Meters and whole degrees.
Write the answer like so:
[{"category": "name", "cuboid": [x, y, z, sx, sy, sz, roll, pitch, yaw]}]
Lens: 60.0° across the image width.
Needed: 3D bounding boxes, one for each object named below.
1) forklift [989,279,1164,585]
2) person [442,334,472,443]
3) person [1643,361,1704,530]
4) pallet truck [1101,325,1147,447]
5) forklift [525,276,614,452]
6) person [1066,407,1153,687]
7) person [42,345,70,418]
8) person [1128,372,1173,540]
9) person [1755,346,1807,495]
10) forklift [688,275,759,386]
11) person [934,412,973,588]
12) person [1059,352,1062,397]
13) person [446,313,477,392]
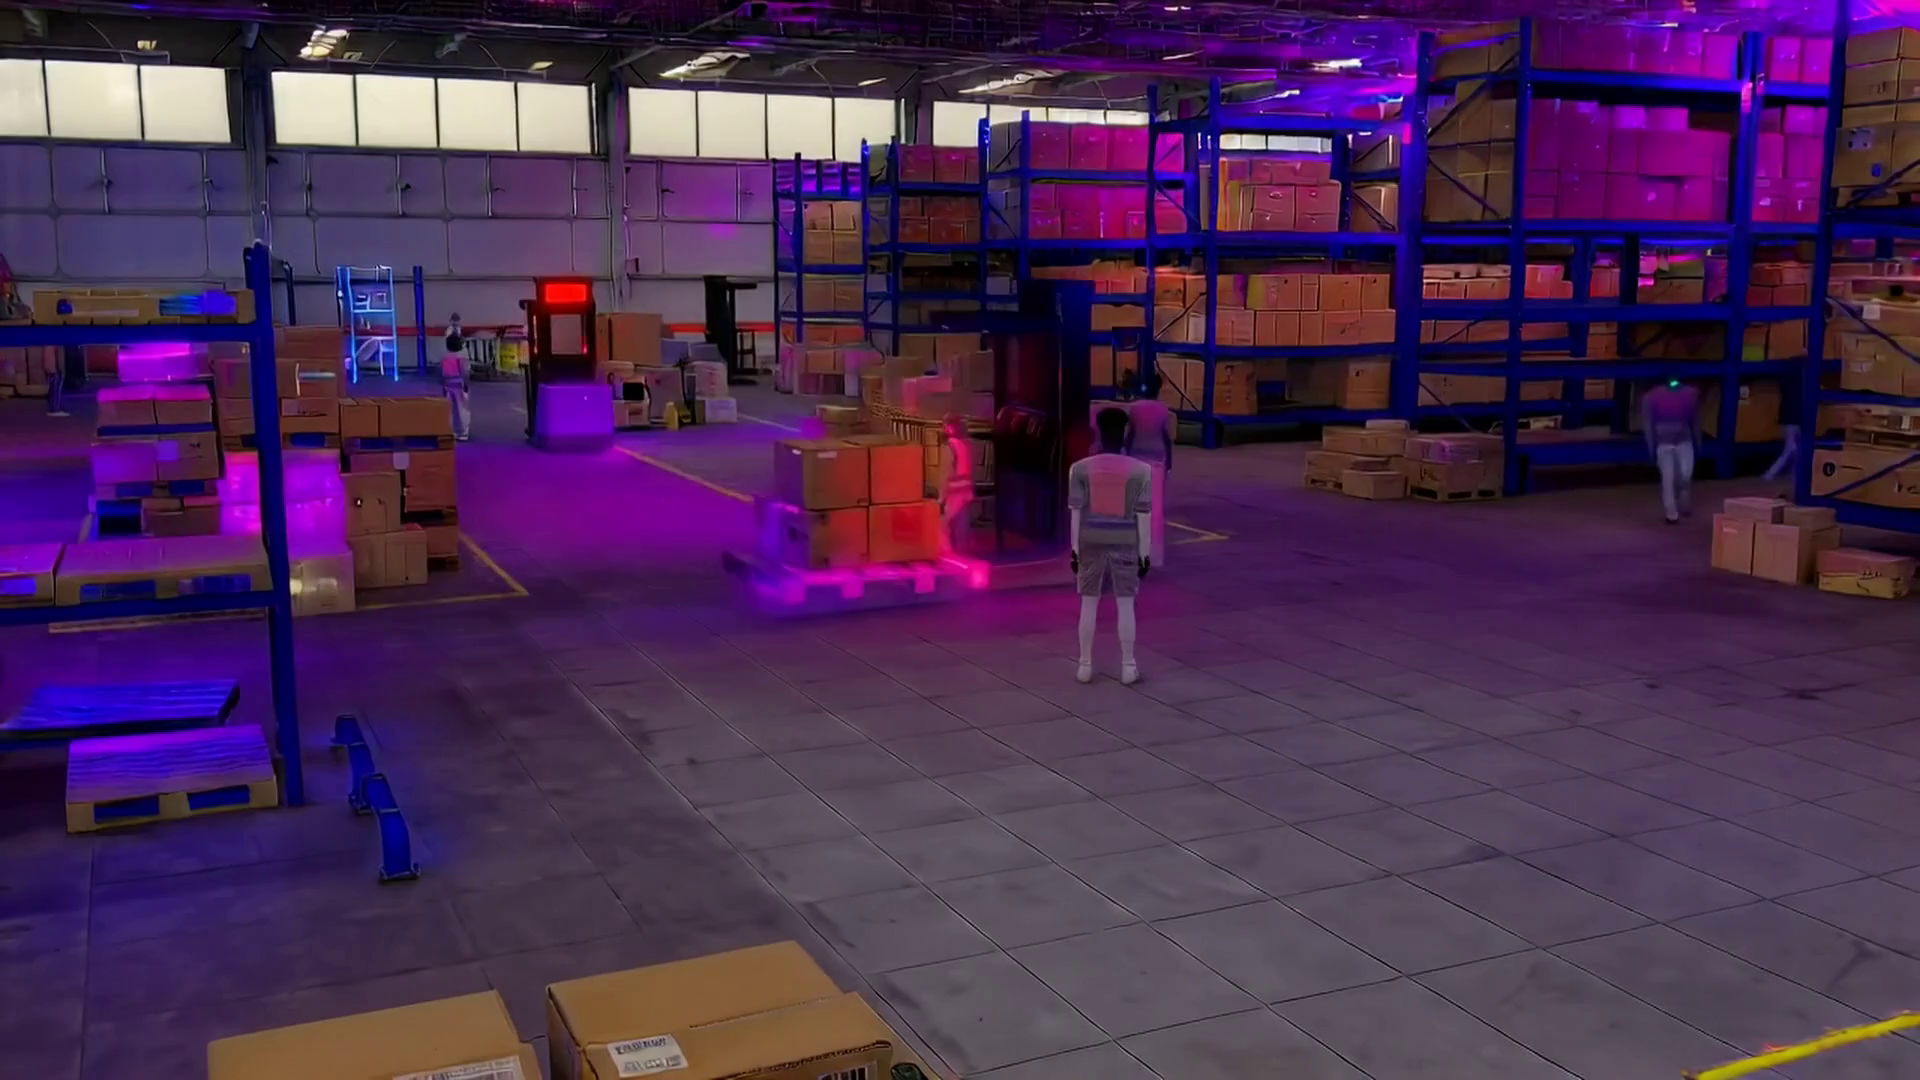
[{"category": "forklift", "cuboid": [0.921, -1.086, 15.826, 1.873, 2.768, 1.129, -4, 10, -25]}, {"category": "person", "cuboid": [-8.569, -2.570, 28.269, 0.622, 1.838, 0.429, 6, 11, 31]}, {"category": "person", "cuboid": [7.984, -1.051, 18.649, 0.663, 1.907, 0.433, 2, 9, 13]}, {"category": "pallet truck", "cuboid": [2.881, -2.596, 27.923, 0.823, 1.965, 1.885, -1, 9, -7]}, {"category": "forklift", "cuboid": [-6.403, -2.903, 27.096, 1.129, 2.768, 1.873, -4, 10, -25]}, {"category": "person", "cuboid": [1.043, 0.050, 11.645, 0.604, 1.957, 0.386, 2, 9, 13]}, {"category": "person", "cuboid": [-18.015, -3.393, 33.097, 0.371, 1.932, 0.633, -2, 9, -10]}, {"category": "person", "cuboid": [1.988, -0.859, 17.625, 0.533, 1.848, 0.728, 3, 10, 21]}, {"category": "person", "cuboid": [10.735, -1.546, 21.584, 0.814, 1.956, 0.636, -2, 9, -10]}, {"category": "forklift", "cuboid": [-6.148, -5.263, 41.738, 1.873, 2.768, 1.129, -4, 10, -24]}, {"category": "person", "cuboid": [-0.116, -0.366, 15.240, 0.486, 1.625, 0.532, 6, 11, 34]}, {"category": "person", "cuboid": [1.830, -2.497, 27.647, 0.549, 1.894, 0.756, 1, 9, 4]}, {"category": "person", "cuboid": [-12.066, -4.511, 40.106, 0.842, 1.907, 0.547, -9, 13, -44]}]
